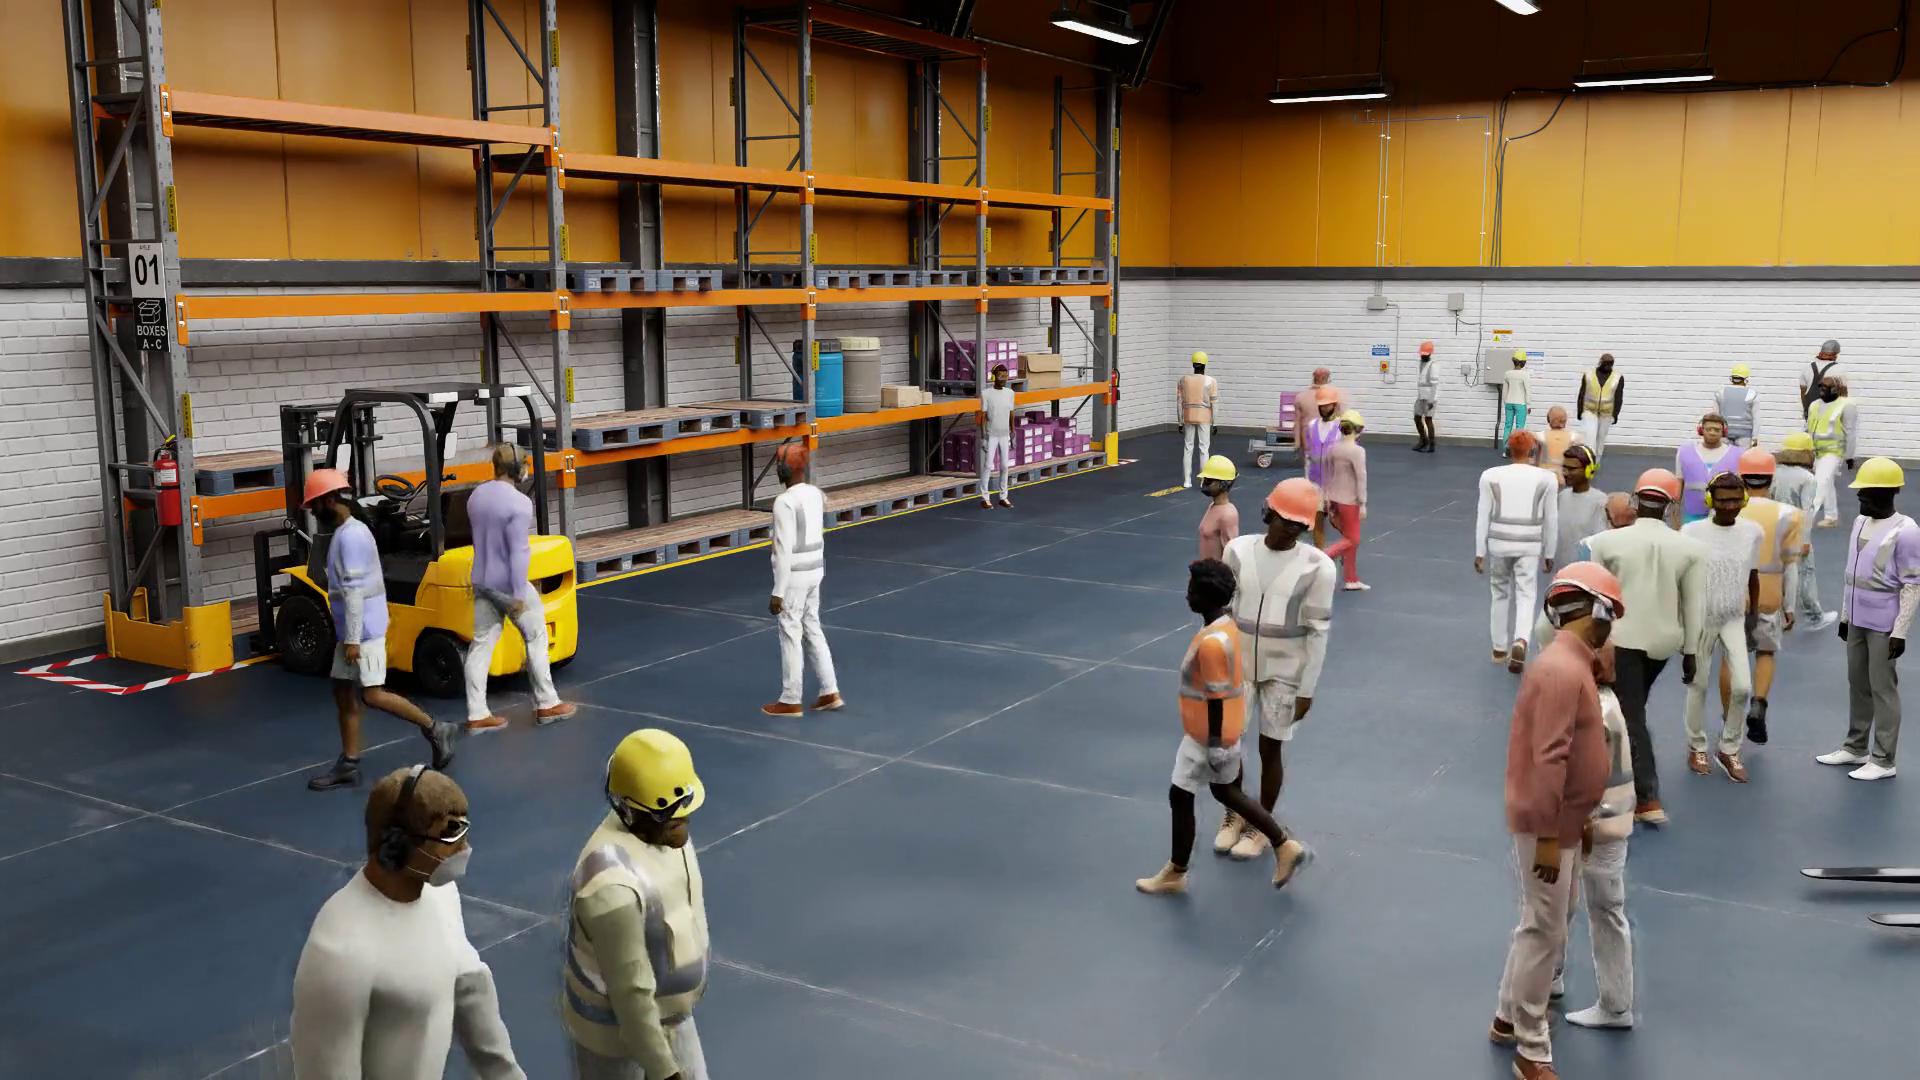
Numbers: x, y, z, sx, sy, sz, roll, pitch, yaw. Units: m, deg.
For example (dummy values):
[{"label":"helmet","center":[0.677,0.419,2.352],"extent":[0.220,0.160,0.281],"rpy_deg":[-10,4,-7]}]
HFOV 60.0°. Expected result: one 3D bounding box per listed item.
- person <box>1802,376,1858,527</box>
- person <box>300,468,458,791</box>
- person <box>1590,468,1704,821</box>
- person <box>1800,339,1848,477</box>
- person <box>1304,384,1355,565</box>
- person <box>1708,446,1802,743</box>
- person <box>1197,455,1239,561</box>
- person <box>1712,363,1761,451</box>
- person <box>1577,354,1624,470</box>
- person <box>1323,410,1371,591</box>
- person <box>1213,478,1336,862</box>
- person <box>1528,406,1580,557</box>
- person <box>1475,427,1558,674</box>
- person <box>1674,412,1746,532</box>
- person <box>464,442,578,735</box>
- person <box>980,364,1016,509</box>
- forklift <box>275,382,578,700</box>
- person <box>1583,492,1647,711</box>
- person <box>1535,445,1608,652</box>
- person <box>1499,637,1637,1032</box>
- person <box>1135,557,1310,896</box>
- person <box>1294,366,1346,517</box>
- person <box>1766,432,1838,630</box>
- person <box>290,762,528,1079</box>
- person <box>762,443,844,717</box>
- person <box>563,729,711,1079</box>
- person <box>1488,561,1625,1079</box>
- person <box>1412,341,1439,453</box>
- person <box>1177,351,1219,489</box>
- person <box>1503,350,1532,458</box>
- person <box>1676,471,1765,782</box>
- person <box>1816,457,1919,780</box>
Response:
[{"label":"person","center":[10.073,-1.014,19.551],"extent":[0.917,1.798,0.641],"rpy_deg":[-2,9,-15]},{"label":"person","center":[-3.439,0.512,9.776],"extent":[0.791,1.882,0.600],"rpy_deg":[-5,10,-29]},{"label":"person","center":[3.814,0.565,9.325],"extent":[0.616,1.926,1.059],"rpy_deg":[0,9,0]},{"label":"person","center":[12.892,-1.966,24.750],"extent":[0.536,2.000,0.688],"rpy_deg":[-6,11,-31]},{"label":"person","center":[3.726,-0.607,16.652],"extent":[0.547,1.921,0.631],"rpy_deg":[8,12,42]},{"label":"person","center":[4.994,0.372,10.536],"extent":[0.546,1.921,0.516],"rpy_deg":[4,10,25]},{"label":"person","center":[1.765,0.298,11.460],"extent":[0.307,1.772,0.526],"rpy_deg":[-1,9,-6]},{"label":"person","center":[10.178,-1.395,21.825],"extent":[0.592,1.834,0.404],"rpy_deg":[7,12,38]},{"label":"person","center":[9.775,-1.950,25.426],"extent":[0.653,1.791,0.897],"rpy_deg":[3,10,18]},{"label":"person","center":[3.578,-0.354,15.649],"extent":[0.669,1.727,0.529],"rpy_deg":[-2,9,-15]},{"label":"person","center":[1.548,0.669,8.403],"extent":[0.661,2.004,0.481],"rpy_deg":[6,11,33]},{"label":"person","center":[6.331,-0.629,17.747],"extent":[0.523,1.606,0.808],"rpy_deg":[1,9,5]},{"label":"person","center":[4.204,0.081,12.584],"extent":[0.584,1.859,0.836],"rpy_deg":[3,10,20]},{"label":"person","center":[6.509,-0.211,14.467],"extent":[0.576,1.831,0.488],"rpy_deg":[5,10,26]},{"label":"person","center":[-2.931,0.299,10.990],"extent":[0.646,1.903,0.872],"rpy_deg":[7,11,36]},{"label":"person","center":[0.484,-1.323,21.315],"extent":[0.508,1.860,0.319],"rpy_deg":[-5,10,-26]},{"label":"forklift","center":[-3.974,-0.067,12.417],"extent":[2.313,2.155,1.214],"rpy_deg":[5,11,30]},{"label":"person","center":[4.228,0.508,10.595],"extent":[0.536,1.617,0.504],"rpy_deg":[3,10,19]},{"label":"person","center":[4.153,0.280,11.325],"extent":[0.592,1.851,0.513],"rpy_deg":[-4,10,-25]},{"label":"person","center":[2.424,1.145,6.633],"extent":[0.635,1.615,0.530],"rpy_deg":[3,10,18]},{"label":"person","center":[1.279,0.905,7.968],"extent":[0.757,1.670,0.531],"rpy_deg":[3,10,17]},{"label":"person","center":[4.386,-1.182,20.314],"extent":[0.651,1.890,0.551],"rpy_deg":[4,10,22]},{"label":"person","center":[6.952,-0.053,13.838],"extent":[0.873,1.693,0.508],"rpy_deg":[-4,10,-24]},{"label":"person","center":[-1.294,1.440,4.000],"extent":[1.048,1.867,0.662],"rpy_deg":[0,9,-2]},{"label":"person","center":[-1.098,0.276,11.289],"extent":[0.394,1.890,0.590],"rpy_deg":[4,10,23]},{"label":"person","center":[-0.862,1.369,4.785],"extent":[0.776,1.771,0.647],"rpy_deg":[2,9,13]},{"label":"person","center":[2.212,1.062,6.190],"extent":[0.382,1.944,0.705],"rpy_deg":[4,10,25]},{"label":"person","center":[7.805,-2.393,27.869],"extent":[0.535,1.890,0.579],"rpy_deg":[-4,10,-23]},{"label":"person","center":[3.326,-1.671,23.256],"extent":[0.592,1.926,0.366],"rpy_deg":[4,10,24]},{"label":"person","center":[9.060,-2.195,27.033],"extent":[0.310,1.769,0.525],"rpy_deg":[-6,11,-34]},{"label":"person","center":[4.504,0.517,9.858],"extent":[0.535,1.841,0.611],"rpy_deg":[1,9,9]},{"label":"person","center":[5.435,0.467,9.915],"extent":[0.375,1.925,0.595],"rpy_deg":[-1,9,-3]}]
